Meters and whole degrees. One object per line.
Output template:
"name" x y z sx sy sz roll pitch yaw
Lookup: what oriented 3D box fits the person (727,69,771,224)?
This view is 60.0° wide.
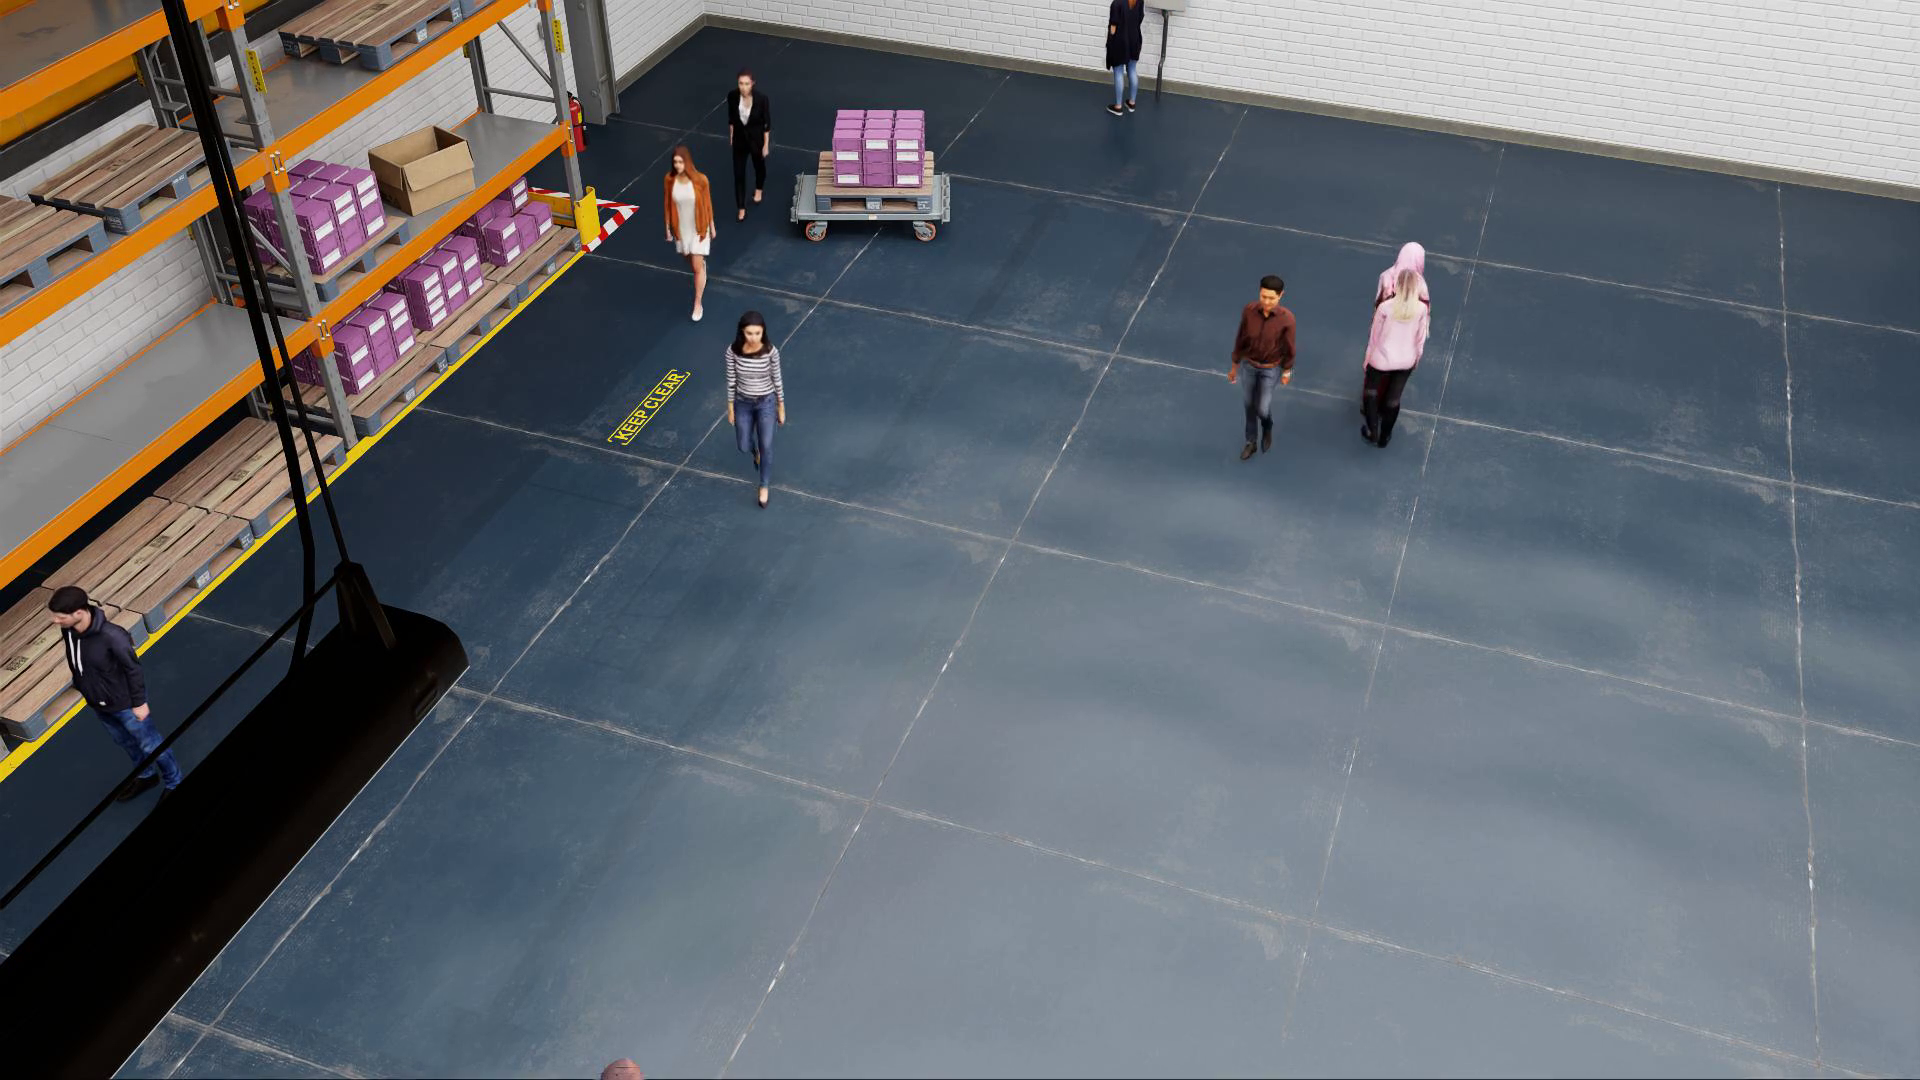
"person" -2.169 -4.188 17.416 0.820 1.614 1.146 4 39 4

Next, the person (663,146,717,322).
"person" -2.550 -3.013 15.881 0.794 1.693 1.125 4 39 5

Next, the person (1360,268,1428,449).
"person" 3.625 -1.485 13.980 0.705 1.678 0.675 3 39 4

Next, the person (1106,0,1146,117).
"person" 1.927 -5.793 19.370 0.713 1.683 0.775 -17 42 -20

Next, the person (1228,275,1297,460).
"person" 2.554 -1.482 13.906 0.710 1.766 0.715 20 43 23

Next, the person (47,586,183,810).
"person" -5.426 0.988 10.715 0.678 1.889 0.572 15 41 18

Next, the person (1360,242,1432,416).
"person" 3.741 -1.785 14.427 1.143 1.590 0.944 -31 48 -33

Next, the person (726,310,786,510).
"person" -1.642 -1.092 13.405 0.774 1.782 0.868 -3 39 -3
